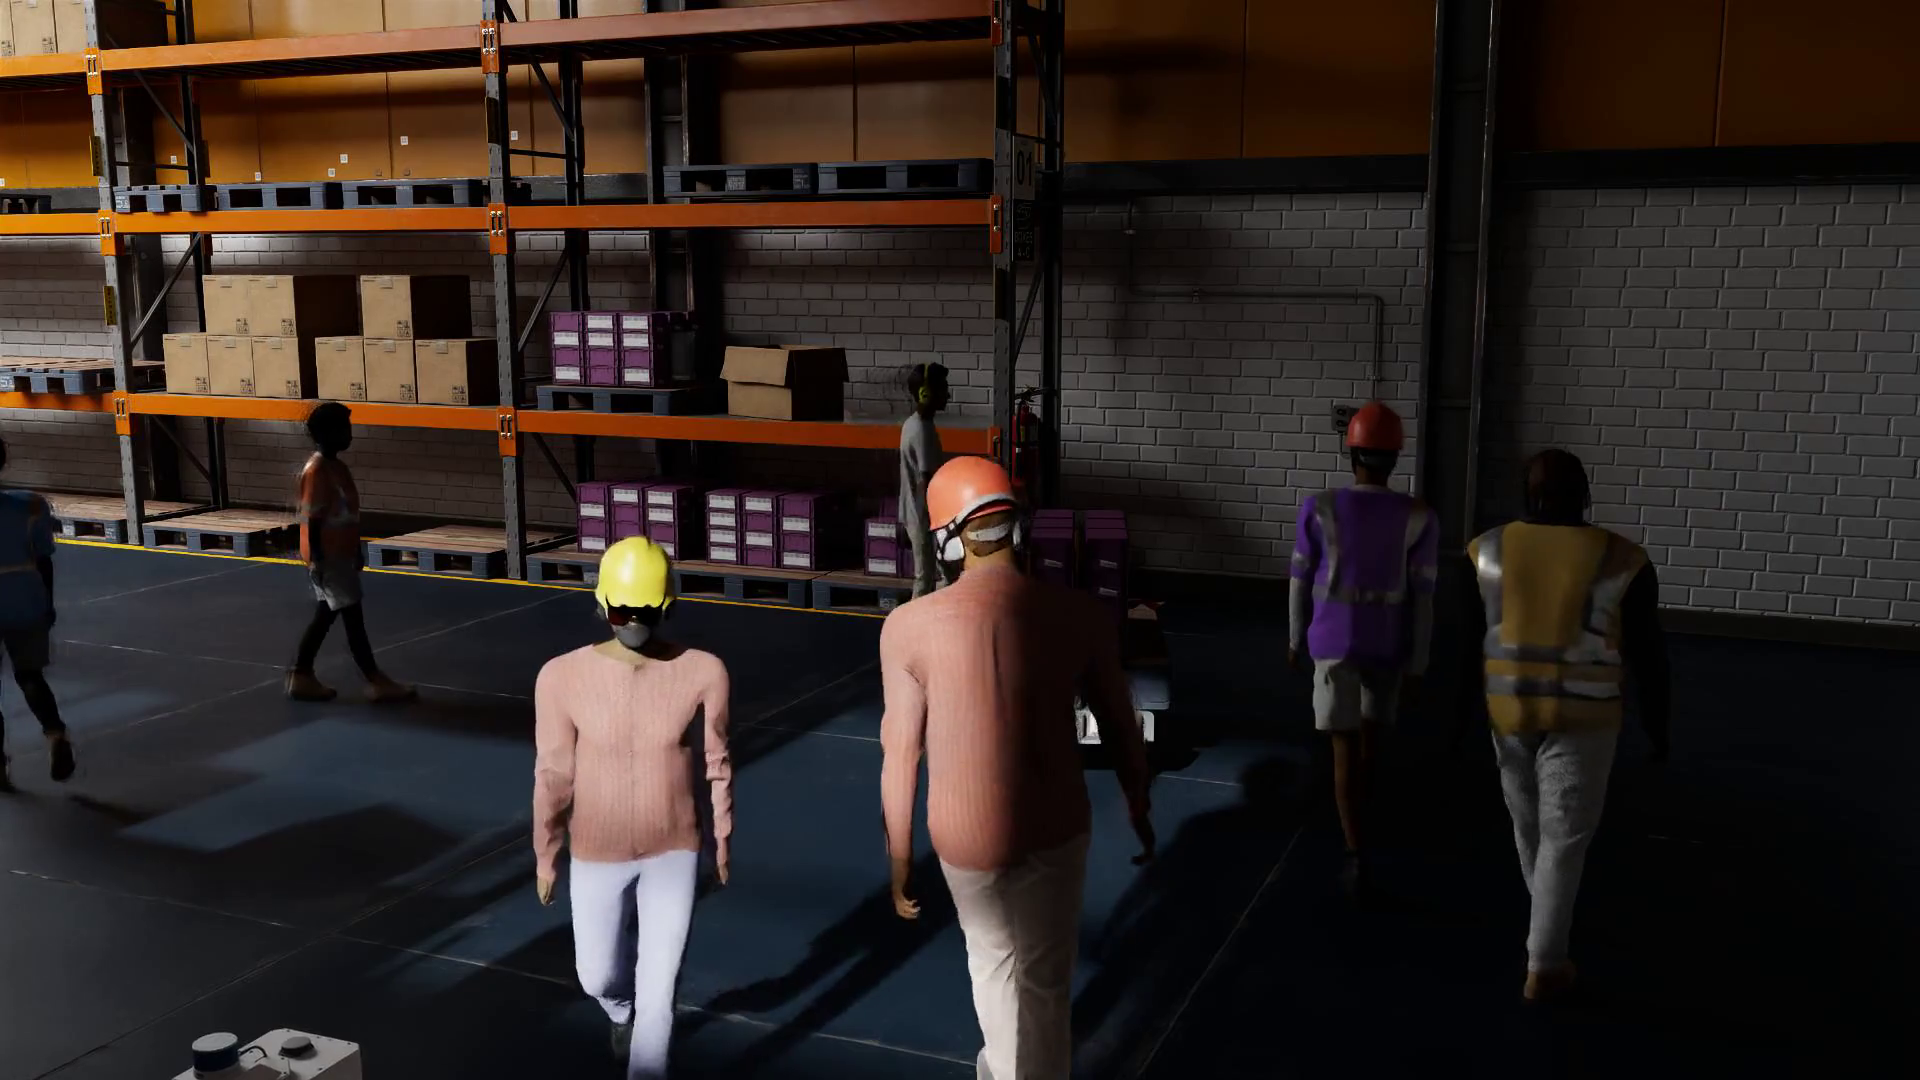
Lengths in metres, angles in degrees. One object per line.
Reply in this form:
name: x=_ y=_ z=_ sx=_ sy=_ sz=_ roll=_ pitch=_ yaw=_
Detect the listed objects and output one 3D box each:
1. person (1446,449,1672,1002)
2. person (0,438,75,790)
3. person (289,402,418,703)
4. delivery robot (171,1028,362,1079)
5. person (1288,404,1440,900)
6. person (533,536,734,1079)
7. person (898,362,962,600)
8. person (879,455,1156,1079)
person: x=2.069 y=0.587 z=5.701 sx=0.672 sy=1.786 sz=0.932 roll=6 pitch=11 yaw=34
person: x=-4.337 y=0.331 z=7.530 sx=0.545 sy=1.684 sz=0.545 roll=7 pitch=12 yaw=37
person: x=-3.405 y=0.075 z=9.135 sx=0.642 sy=1.677 sz=0.560 roll=-2 pitch=10 yaw=-10
delivery robot: x=-1.785 y=1.437 z=4.024 sx=0.477 sy=0.478 sz=0.707 roll=4 pitch=10 yaw=21
person: x=1.583 y=0.407 z=6.564 sx=0.546 sy=1.882 sz=1.045 roll=0 pitch=9 yaw=2
person: x=-0.886 y=0.811 z=4.540 sx=0.531 sy=1.735 sz=0.707 roll=-2 pitch=10 yaw=-12
person: x=-0.168 y=-0.091 z=9.579 sx=0.406 sy=1.855 sz=0.520 roll=0 pitch=9 yaw=2
person: x=0.149 y=0.755 z=4.325 sx=0.720 sy=1.927 sz=1.026 roll=1 pitch=10 yaw=5
